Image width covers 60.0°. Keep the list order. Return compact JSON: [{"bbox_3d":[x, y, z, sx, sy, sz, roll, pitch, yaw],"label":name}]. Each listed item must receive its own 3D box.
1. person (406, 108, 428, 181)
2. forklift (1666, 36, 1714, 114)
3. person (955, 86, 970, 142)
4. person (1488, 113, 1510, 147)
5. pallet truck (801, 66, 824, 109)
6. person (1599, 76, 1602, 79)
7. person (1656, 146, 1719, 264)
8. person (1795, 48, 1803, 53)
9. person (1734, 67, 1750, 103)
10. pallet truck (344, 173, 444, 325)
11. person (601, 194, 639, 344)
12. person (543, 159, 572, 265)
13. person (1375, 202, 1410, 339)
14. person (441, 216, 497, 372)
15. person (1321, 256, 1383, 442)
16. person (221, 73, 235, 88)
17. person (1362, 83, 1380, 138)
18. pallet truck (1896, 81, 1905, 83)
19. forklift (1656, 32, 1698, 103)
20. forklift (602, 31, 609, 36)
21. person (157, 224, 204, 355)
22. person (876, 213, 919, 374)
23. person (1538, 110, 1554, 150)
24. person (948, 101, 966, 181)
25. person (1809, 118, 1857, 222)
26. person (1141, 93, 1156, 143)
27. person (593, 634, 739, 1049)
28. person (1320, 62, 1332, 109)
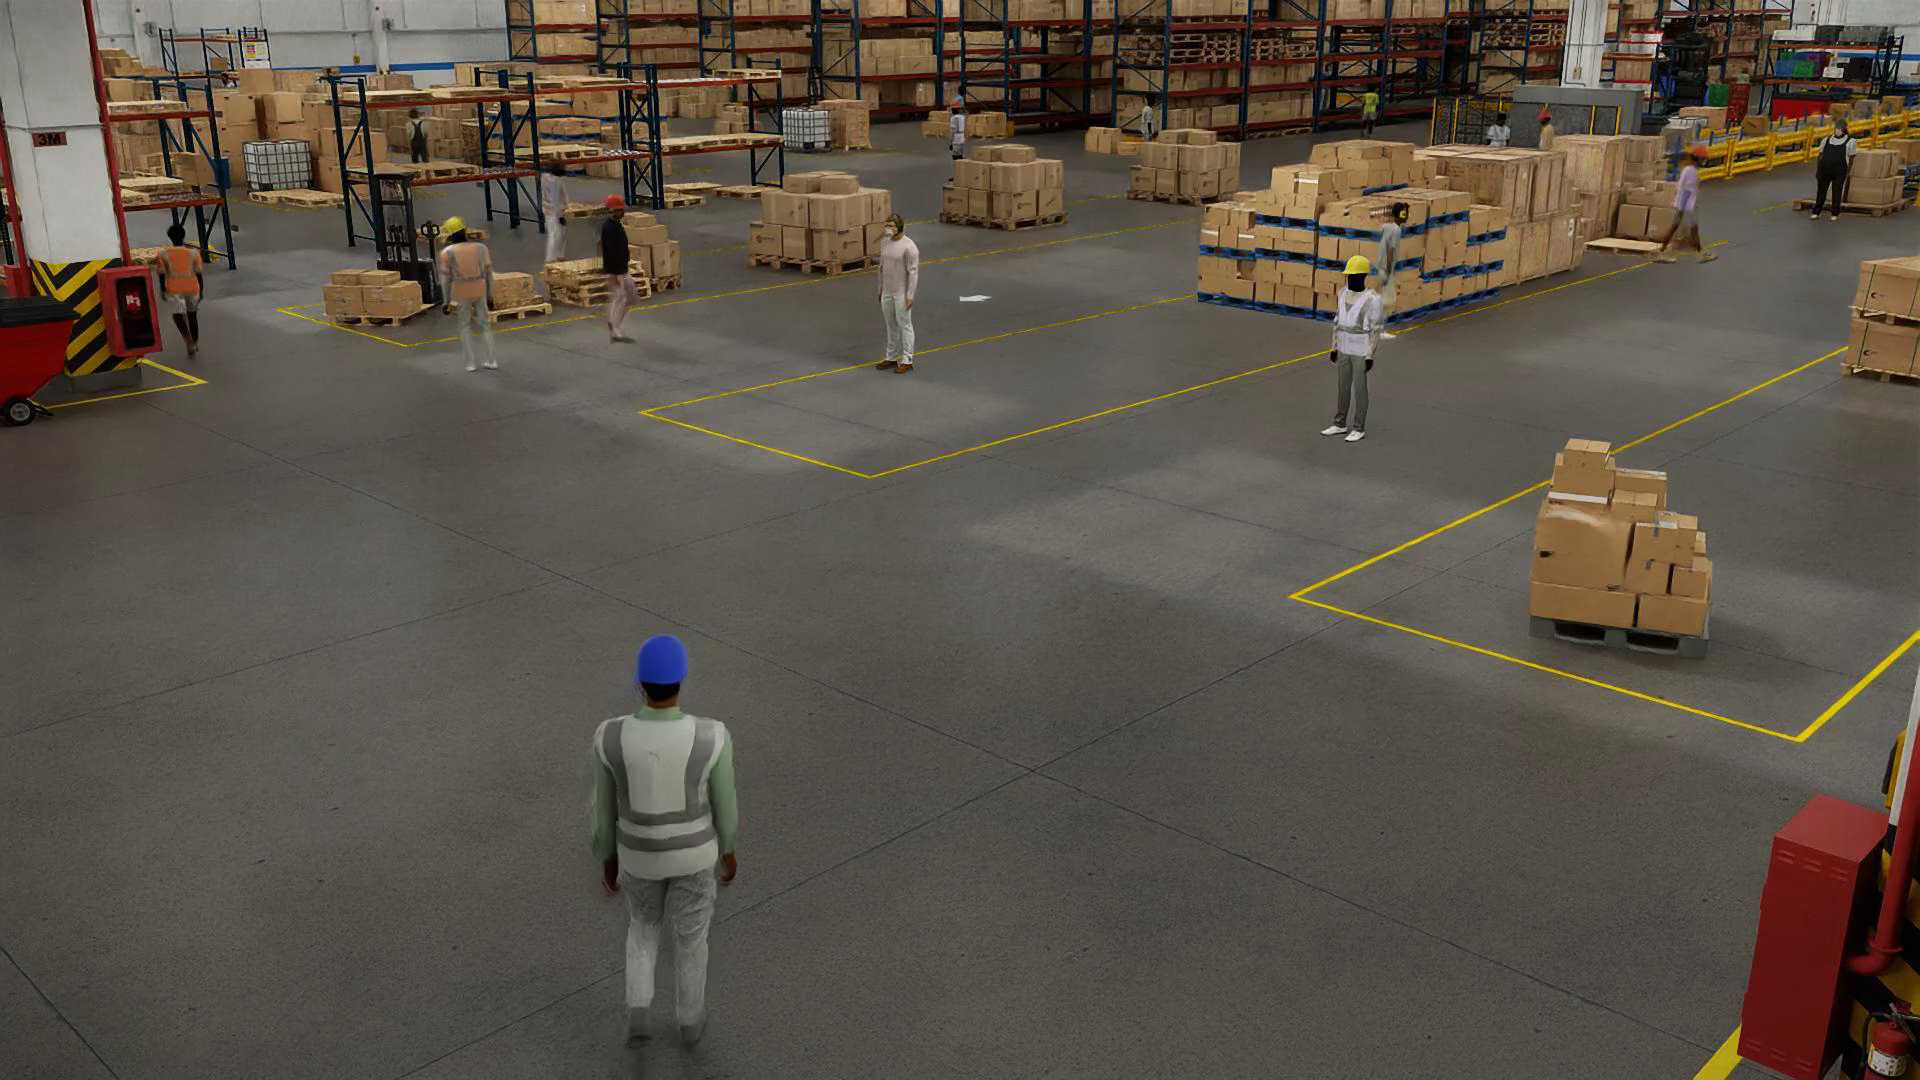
[{"bbox_3d":[-12.974,-9.413,39.840,0.506,1.802,0.973,-12,22,-31],"label":"person"},{"bbox_3d":[27.341,-17.291,61.877,1.129,2.768,1.873,17,25,41],"label":"forklift"},{"bbox_3d":[0.057,-13.000,50.827,0.718,1.662,0.567,-3,19,-8],"label":"person"},{"bbox_3d":[12.946,-9.398,39.957,0.558,1.684,0.426,-3,19,-10],"label":"person"},{"bbox_3d":[-4.812,-15.182,56.903,0.823,1.965,1.885,-9,21,-26],"label":"pallet truck"},{"bbox_3d":[22.131,-15.573,58.223,0.655,1.906,0.407,14,23,36],"label":"person"},{"bbox_3d":[12.474,-5.686,28.302,1.066,1.982,0.619,3,19,10],"label":"person"},{"bbox_3d":[41.842,-23.789,83.007,0.639,1.890,0.919,0,18,1],"label":"person"},{"bbox_3d":[30.585,-17.683,65.053,0.801,1.605,0.503,-8,20,-22],"label":"person"},{"bbox_3d":[-8.209,-4.181,23.757,0.823,1.965,1.885,3,19,9],"label":"pallet truck"},{"bbox_3d":[-4.486,-3.554,21.895,0.428,1.978,0.625,3,19,10],"label":"person"},{"bbox_3d":[-6.846,-5.524,28.123,0.527,1.798,0.655,-2,18,-6],"label":"person"},{"bbox_3d":[5.677,-3.608,22.301,0.647,1.825,0.557,0,18,0],"label":"person"},{"bbox_3d":[-6.015,-3.003,20.346,0.609,1.924,0.405,-11,21,-29],"label":"person"},{"bbox_3d":[4.077,-1.985,17.251,0.373,1.928,0.584,-12,22,-32],"label":"person"},{"bbox_3d":[-23.724,-14.187,54.050,0.584,1.911,0.393,11,21,30],"label":"person"},{"bbox_3d":[12.889,-13.464,52.204,0.558,1.684,0.362,12,22,32],"label":"person"},{"bbox_3d":[34.802,-16.331,61.455,0.653,1.274,1.630,17,25,41],"label":"pallet truck"},{"bbox_3d":[29.428,-19.284,67.883,1.129,2.768,1.873,17,25,41],"label":"forklift"},{"bbox_3d":[-14.507,-19.901,69.740,1.129,2.768,1.873,17,25,41],"label":"forklift"},{"bbox_3d":[-9.911,-3.184,21.247,0.533,1.677,0.675,-13,22,-34],"label":"person"},{"bbox_3d":[-0.774,-3.016,20.340,0.631,1.940,0.372,17,25,42],"label":"person"},{"bbox_3d":[13.162,-8.725,37.580,0.562,1.912,0.568,7,19,19],"label":"person"},{"bbox_3d":[-0.090,-9.729,40.594,0.388,1.929,0.539,11,21,31],"label":"person"},{"bbox_3d":[17.636,-7.469,33.597,0.683,2.000,0.537,16,24,39],"label":"person"},{"bbox_3d":[4.867,-10.529,42.933,0.363,1.963,0.612,-1,18,-4],"label":"person"},{"bbox_3d":[-1.262,1.340,7.222,0.606,1.936,0.463,1,18,3],"label":"person"},{"bbox_3d":[13.522,-16.692,61.578,0.644,1.927,0.388,-11,21,-29],"label":"person"}]
